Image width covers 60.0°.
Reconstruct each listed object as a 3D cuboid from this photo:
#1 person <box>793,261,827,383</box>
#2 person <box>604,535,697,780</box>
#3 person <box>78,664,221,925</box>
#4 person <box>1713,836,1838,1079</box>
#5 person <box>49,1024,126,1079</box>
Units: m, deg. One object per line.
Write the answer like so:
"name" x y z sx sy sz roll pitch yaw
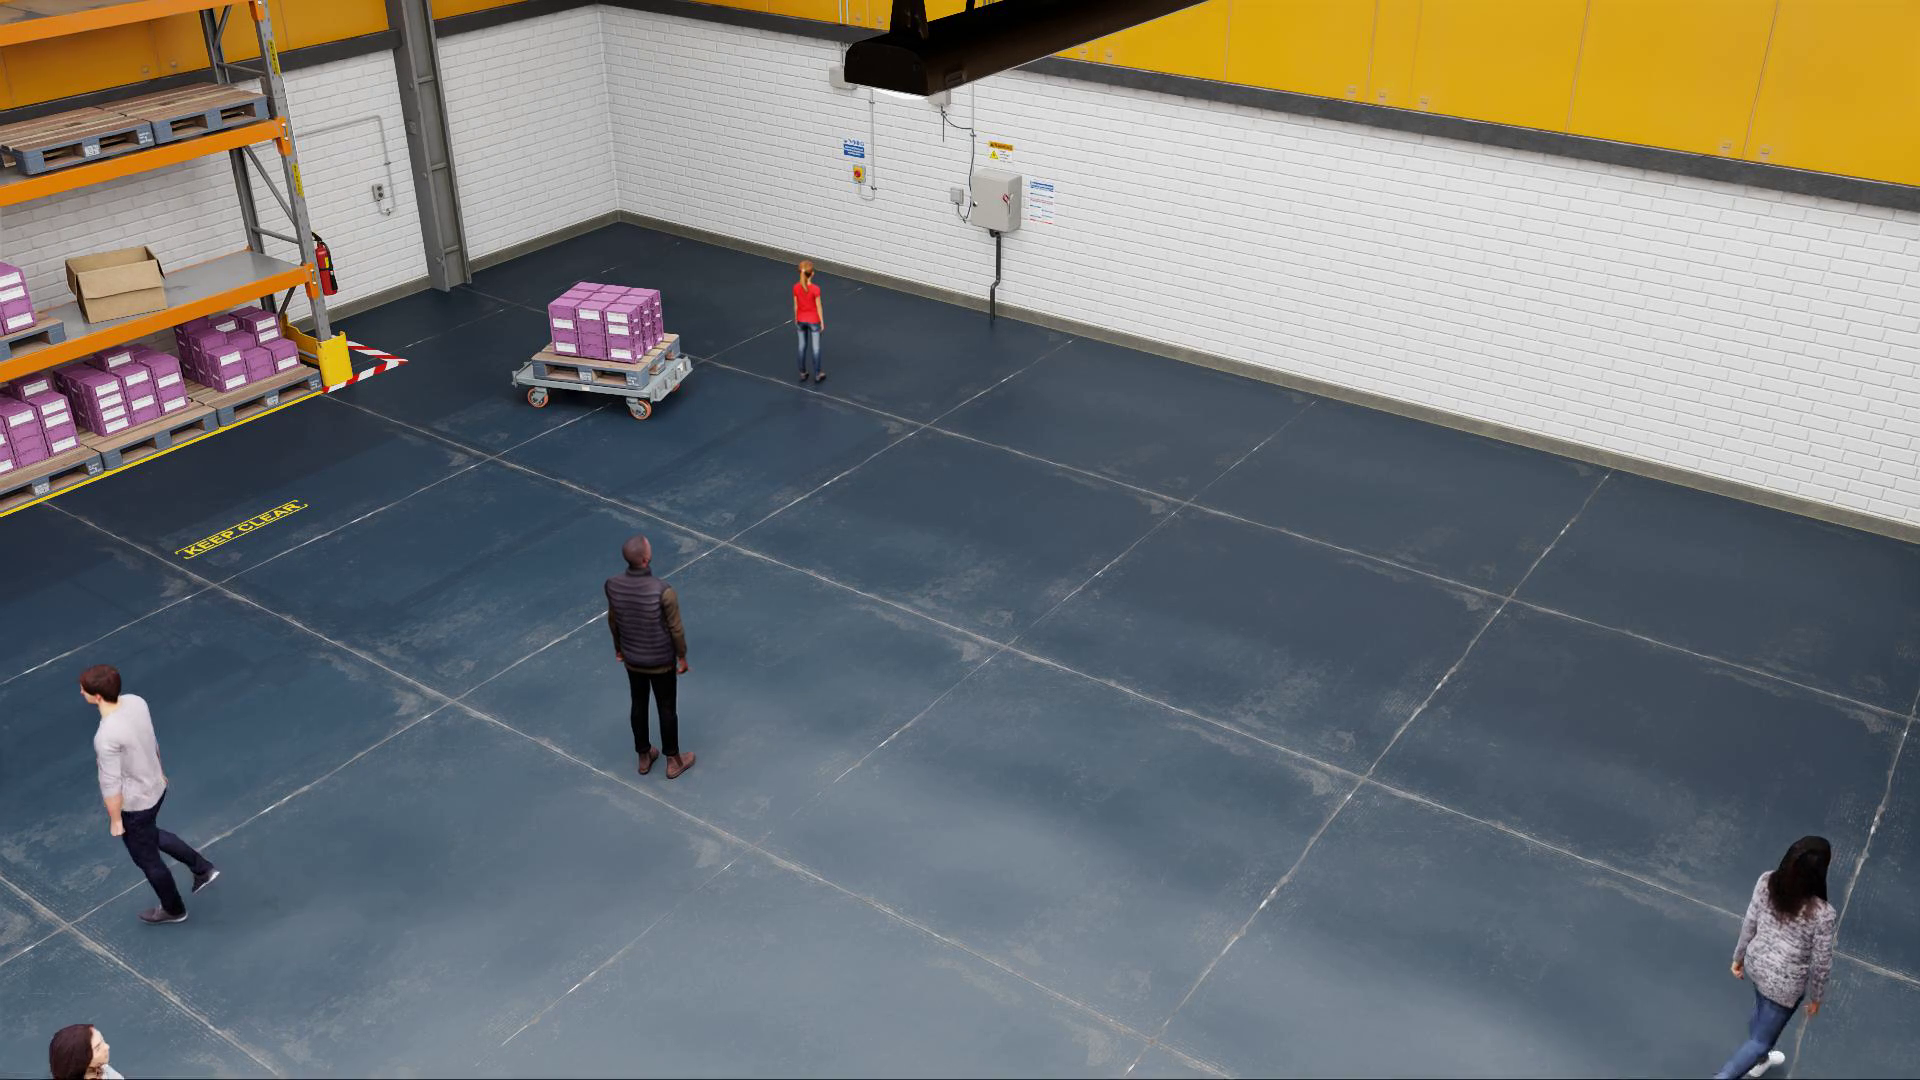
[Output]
"person" -1.589 -2.291 17.444 0.531 1.308 0.570 9 30 17
"person" -2.107 0.789 11.247 0.754 1.835 0.680 10 30 17
"person" -4.803 1.522 9.904 0.897 1.834 0.834 -2 29 -4
"person" 4.174 2.290 8.634 1.213 1.702 0.960 -14 32 -25
"person" -3.984 2.869 7.659 0.840 1.619 0.779 -15 32 -25
